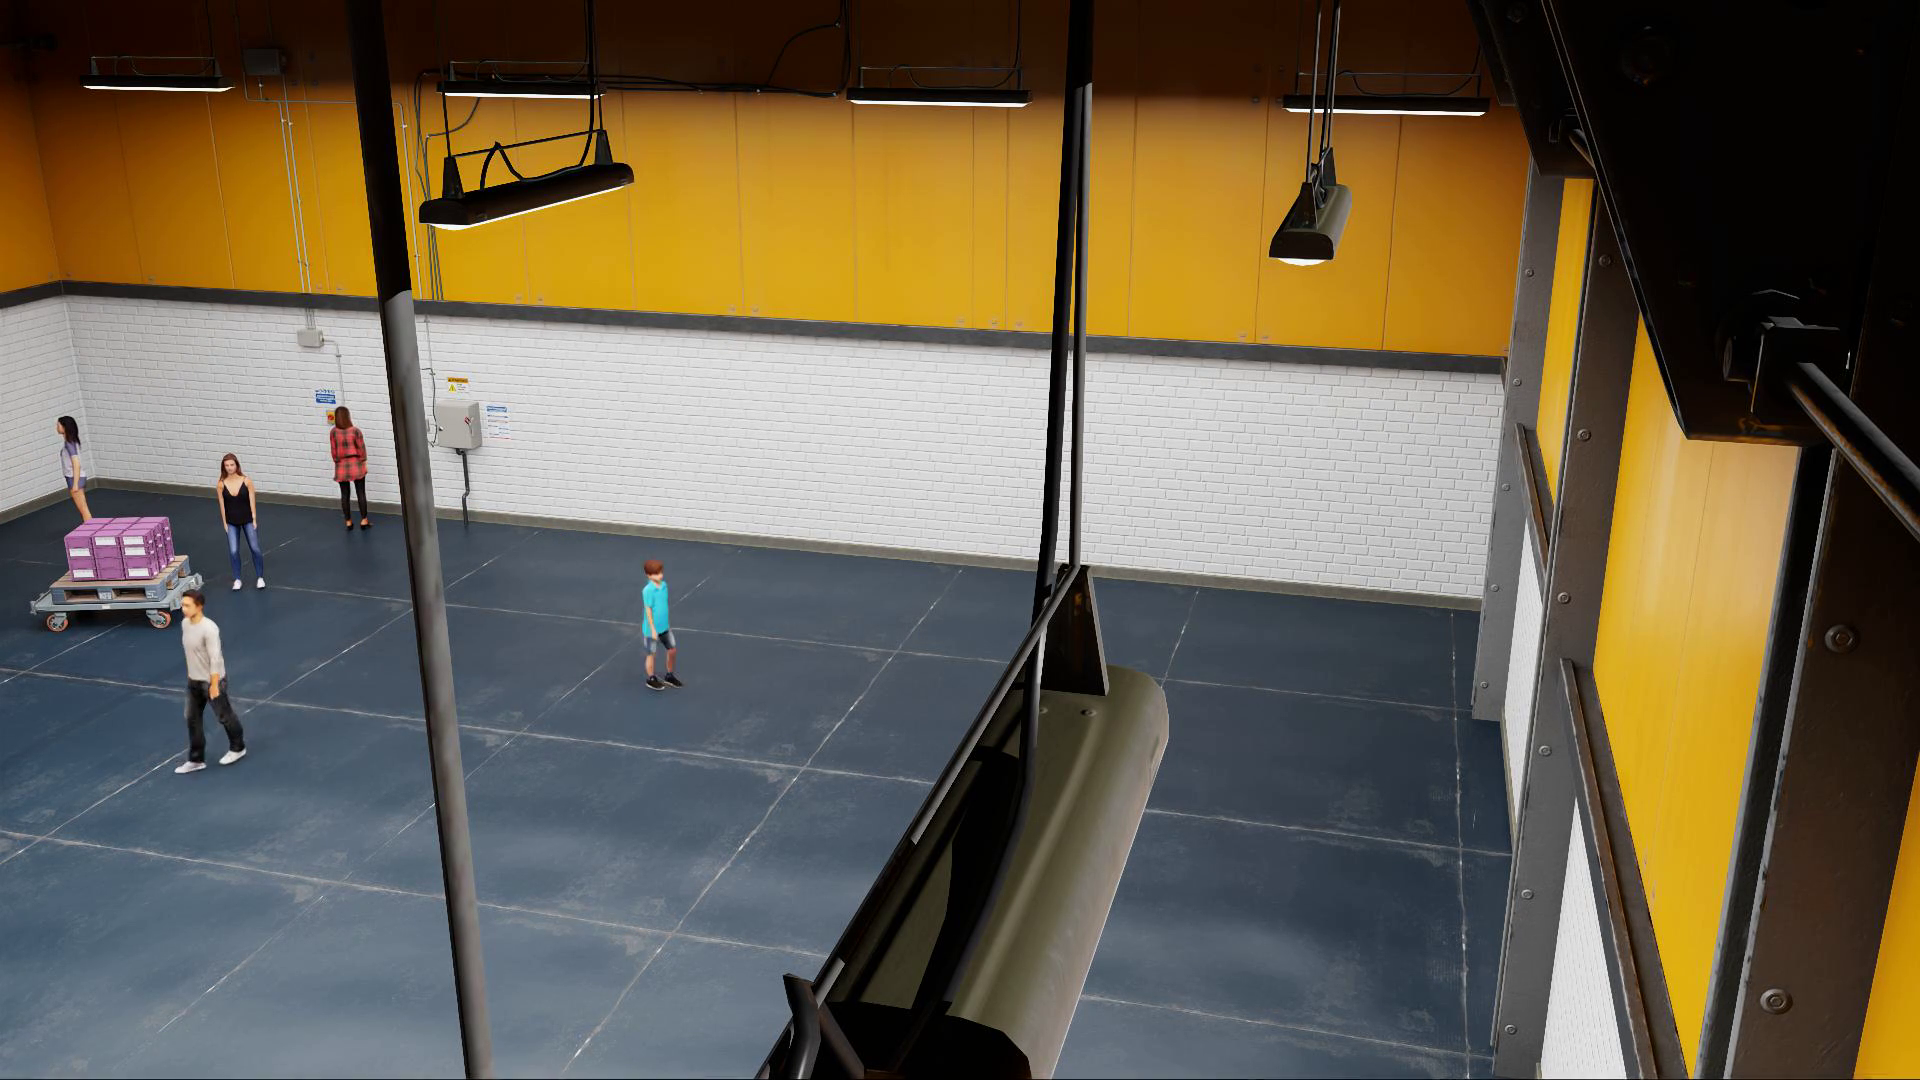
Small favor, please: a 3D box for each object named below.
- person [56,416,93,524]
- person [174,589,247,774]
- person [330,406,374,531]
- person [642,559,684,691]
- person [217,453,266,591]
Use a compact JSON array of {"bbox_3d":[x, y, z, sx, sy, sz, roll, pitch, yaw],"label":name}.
[{"bbox_3d":[-11.632,-0.797,21.878,0.711,1.734,0.653,-11,21,-29],"label":"person"},{"bbox_3d":[-6.994,1.275,15.634,0.821,1.793,1.010,10,21,28],"label":"person"},{"bbox_3d":[-8.236,-0.974,22.458,0.672,1.700,0.646,-1,19,-2],"label":"person"},{"bbox_3d":[-3.224,0.876,17.381,0.696,1.434,0.647,14,23,36],"label":"person"},{"bbox_3d":[-8.751,-0.237,20.235,0.652,1.722,0.680,-6,20,-18],"label":"person"}]
